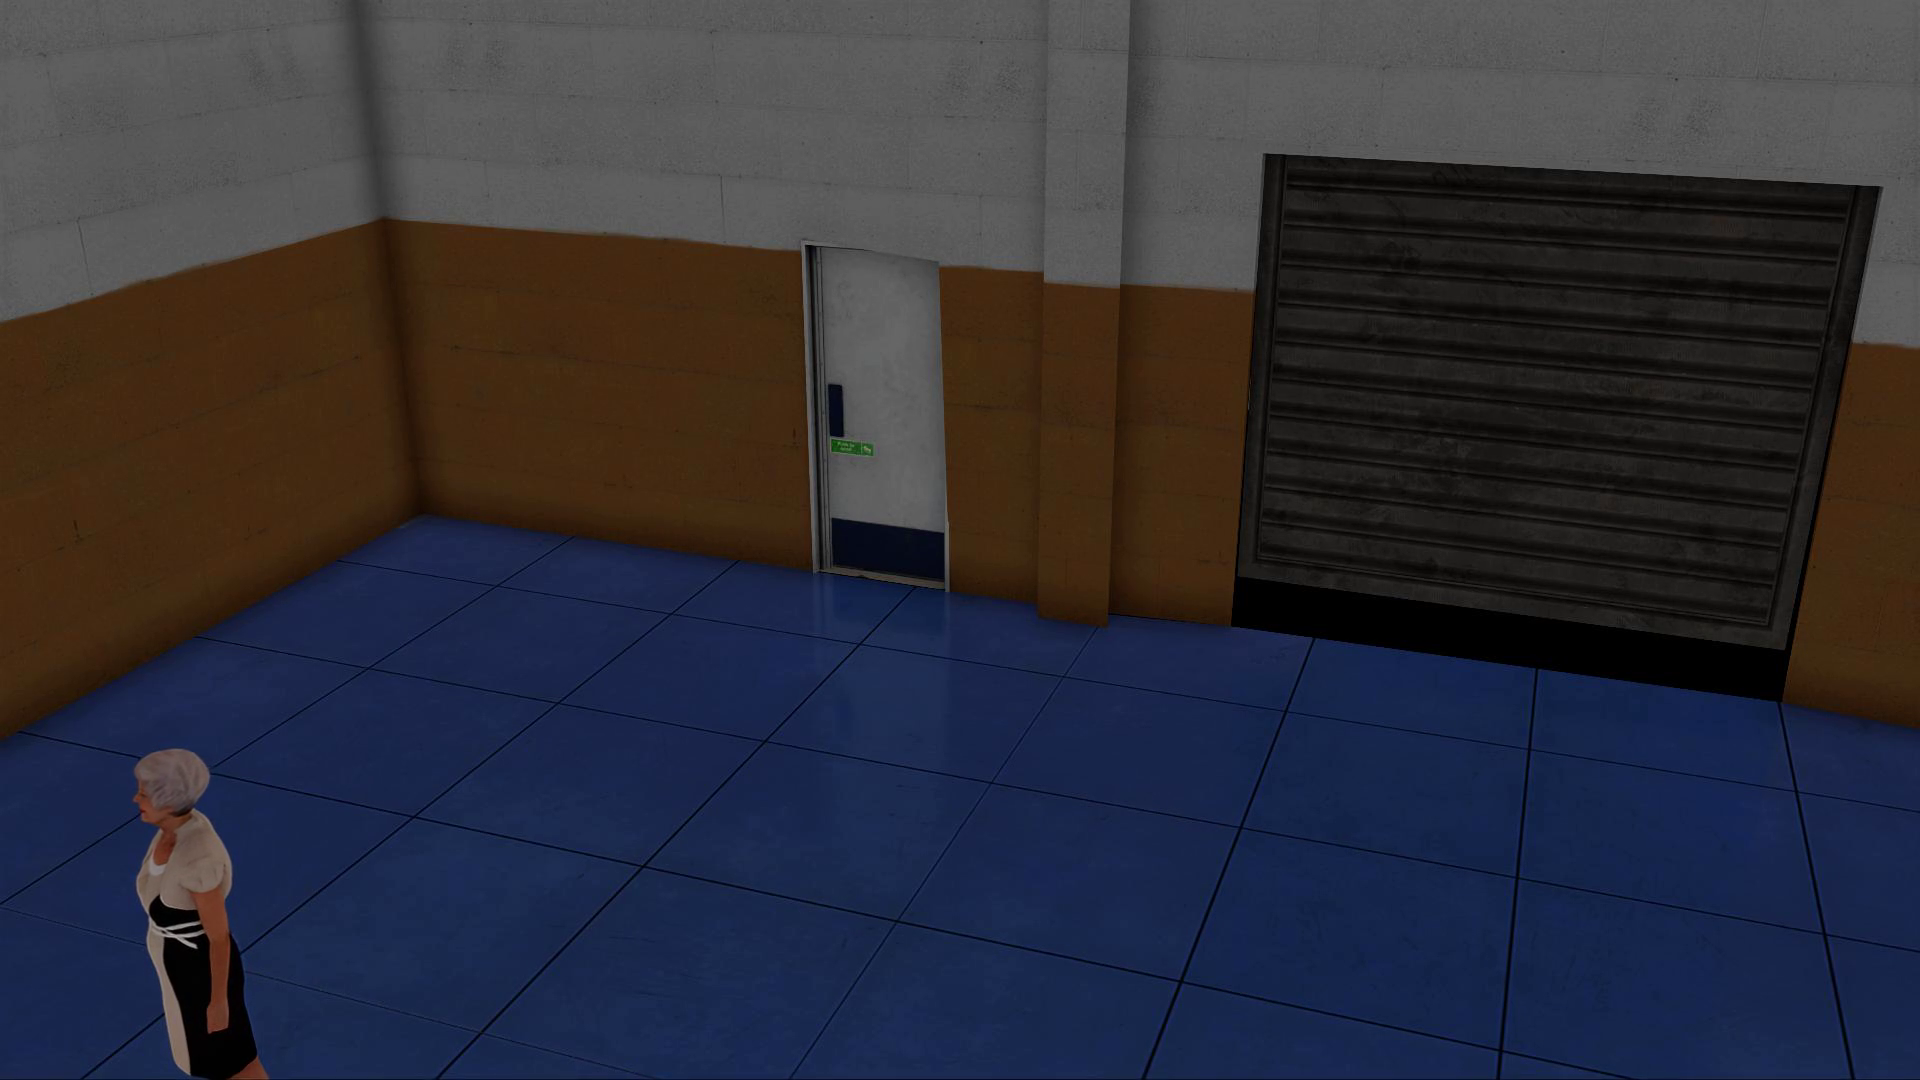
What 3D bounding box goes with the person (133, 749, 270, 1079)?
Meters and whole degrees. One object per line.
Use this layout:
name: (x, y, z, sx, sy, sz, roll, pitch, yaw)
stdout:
person: (-2.647, 1.526, 5.869, 0.777, 1.755, 0.674, -14, 26, -32)
